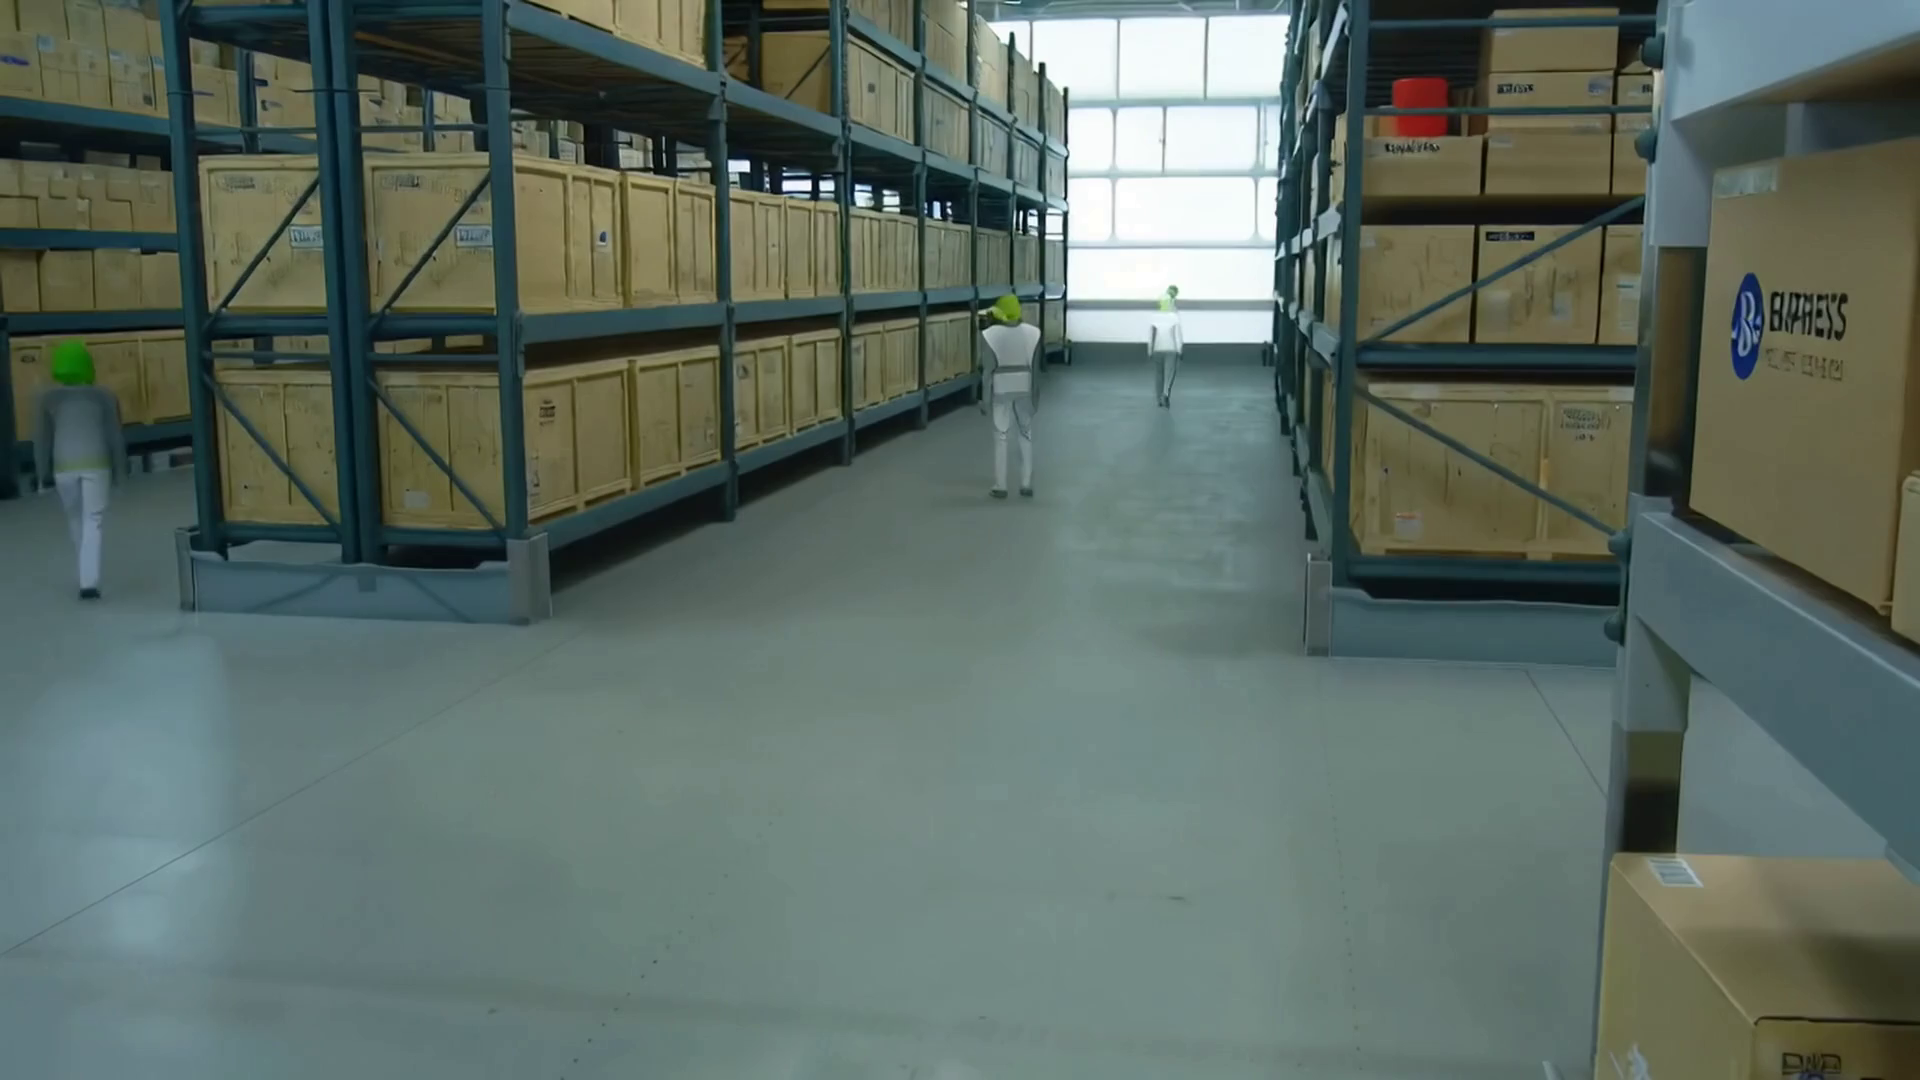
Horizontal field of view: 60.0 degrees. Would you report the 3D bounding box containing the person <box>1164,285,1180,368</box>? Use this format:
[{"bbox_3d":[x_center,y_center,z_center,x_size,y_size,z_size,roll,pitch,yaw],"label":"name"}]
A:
[{"bbox_3d":[4.503,-4.535,35.310,0.329,1.751,0.571,3,9,15],"label":"person"}]

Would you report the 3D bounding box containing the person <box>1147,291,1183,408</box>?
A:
[{"bbox_3d":[3.023,-2.811,24.642,0.527,1.746,0.723,2,9,14],"label":"person"}]

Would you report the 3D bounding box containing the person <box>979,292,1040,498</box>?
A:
[{"bbox_3d":[0.456,-1.294,14.914,0.569,1.843,0.374,-3,10,-19],"label":"person"}]

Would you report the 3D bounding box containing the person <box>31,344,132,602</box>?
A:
[{"bbox_3d":[-5.460,-0.429,10.371,0.505,1.578,0.892,-2,9,-11],"label":"person"}]
